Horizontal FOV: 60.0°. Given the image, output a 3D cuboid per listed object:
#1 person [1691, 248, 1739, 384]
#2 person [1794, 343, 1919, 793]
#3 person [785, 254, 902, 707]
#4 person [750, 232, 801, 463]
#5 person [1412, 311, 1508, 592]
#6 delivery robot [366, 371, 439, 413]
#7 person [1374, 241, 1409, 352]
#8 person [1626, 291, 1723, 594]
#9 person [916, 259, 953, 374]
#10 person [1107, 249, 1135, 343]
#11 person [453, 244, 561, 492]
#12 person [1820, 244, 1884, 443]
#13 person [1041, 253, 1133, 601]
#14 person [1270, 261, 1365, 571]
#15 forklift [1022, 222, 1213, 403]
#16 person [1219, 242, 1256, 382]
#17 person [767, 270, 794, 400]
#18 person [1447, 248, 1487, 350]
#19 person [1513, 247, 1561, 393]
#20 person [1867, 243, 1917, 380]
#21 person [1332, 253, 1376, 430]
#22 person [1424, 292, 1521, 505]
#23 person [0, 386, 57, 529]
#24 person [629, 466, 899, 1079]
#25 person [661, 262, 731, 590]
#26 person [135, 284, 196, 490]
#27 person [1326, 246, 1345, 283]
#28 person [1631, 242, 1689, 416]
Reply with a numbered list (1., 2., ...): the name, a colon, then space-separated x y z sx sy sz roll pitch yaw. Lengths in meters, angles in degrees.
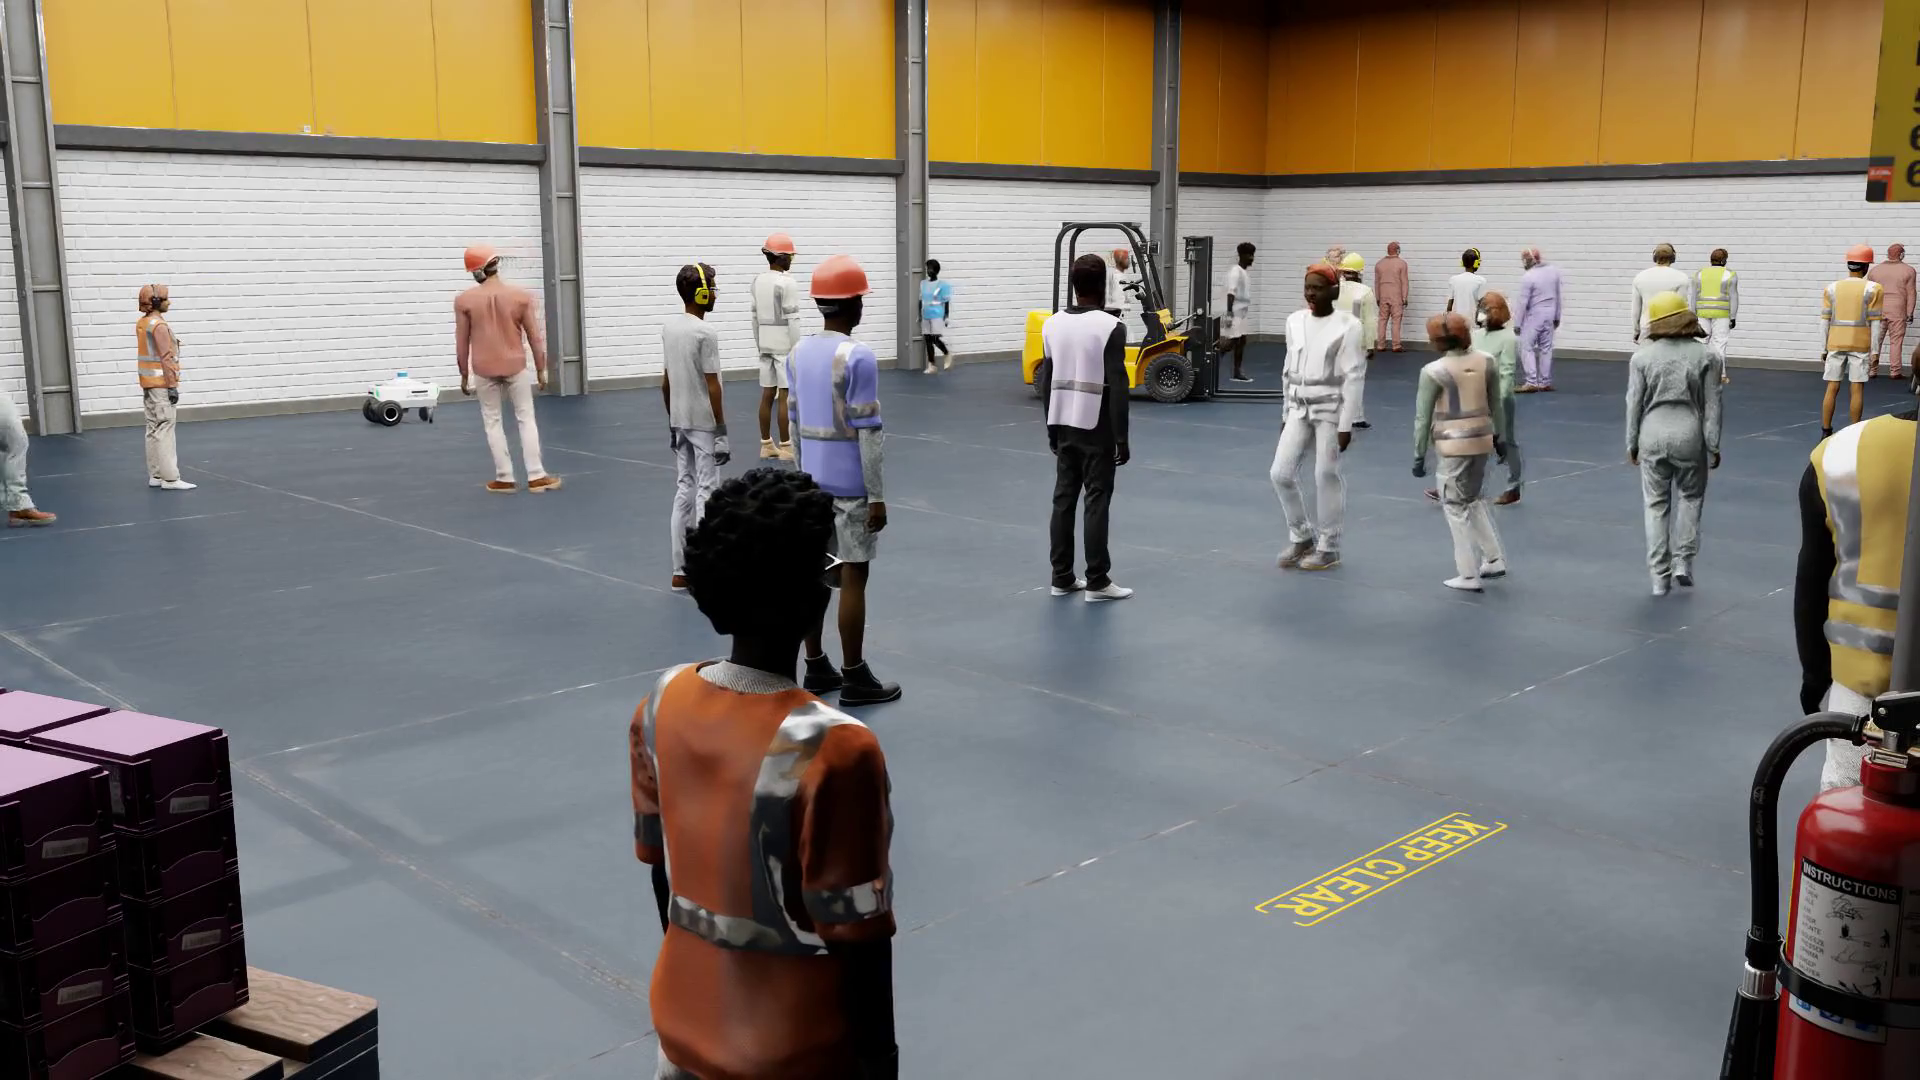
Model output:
1. person: 10.329 -3.058 22.762 0.429 1.843 0.629 -10 14 -44
2. person: 2.401 0.361 4.120 0.429 1.843 0.629 -10 14 -44
3. person: -0.507 -0.252 7.185 0.347 1.942 0.548 -10 14 -44
4. person: -1.604 -1.710 14.865 0.374 2.043 0.611 -10 14 -44
5. person: 2.840 -0.496 9.446 0.588 1.595 0.336 -5 12 -26
6. delivery robot: -6.004 -1.575 17.932 0.707 0.478 0.477 -8 13 -38
7. person: 7.501 -4.207 28.837 0.409 1.913 0.647 -10 14 -44
8. person: 4.035 -0.546 9.412 0.521 1.705 0.413 6 12 28
9. person: -0.375 -3.253 24.259 0.539 1.684 0.419 9 14 40
10. person: 2.118 -3.056 22.757 0.958 1.848 0.589 1 10 8
11. person: -3.582 -1.337 13.103 0.743 1.956 0.390 -3 11 -18
12. person: 8.522 -1.850 15.912 0.358 1.937 0.548 -10 14 -44
13. person: 0.697 -0.615 9.230 0.388 1.919 0.594 -10 14 -44
14. person: 2.123 -0.730 10.000 0.507 1.862 0.601 -9 13 -39
15. forklift: 1.935 -2.847 20.651 2.313 2.155 1.214 2 11 13
16. person: 3.756 -3.148 22.993 0.632 1.938 0.647 4 11 22
17. person: -2.179 -2.655 20.323 0.357 1.930 0.591 -10 14 -44
18. person: 5.985 -2.493 19.609 0.324 1.869 0.526 -10 14 -44
19. person: 7.455 -2.831 21.484 0.727 1.868 0.396 -5 12 -26
20. person: 13.107 -3.210 23.418 0.409 1.908 0.647 -10 14 -44
21. person: 4.079 -2.061 17.340 0.404 1.837 0.596 -10 14 -44
22. person: 3.875 -1.032 12.352 0.860 1.587 0.532 -4 11 -23
23. person: -6.575 -0.990 11.281 0.763 1.912 0.642 -1 10 -5
24. person: -0.269 0.736 2.459 0.317 1.700 0.538 -10 14 -44
25. person: -1.468 -0.620 9.392 0.324 1.871 0.526 -10 14 -44
26. person: -6.370 -1.213 13.253 0.307 1.640 0.519 -10 14 -44
27. person: 5.287 -3.239 23.669 0.650 1.873 0.635 6 12 29
28. person: 7.790 -2.330 18.527 0.368 1.939 0.633 -10 14 -44
